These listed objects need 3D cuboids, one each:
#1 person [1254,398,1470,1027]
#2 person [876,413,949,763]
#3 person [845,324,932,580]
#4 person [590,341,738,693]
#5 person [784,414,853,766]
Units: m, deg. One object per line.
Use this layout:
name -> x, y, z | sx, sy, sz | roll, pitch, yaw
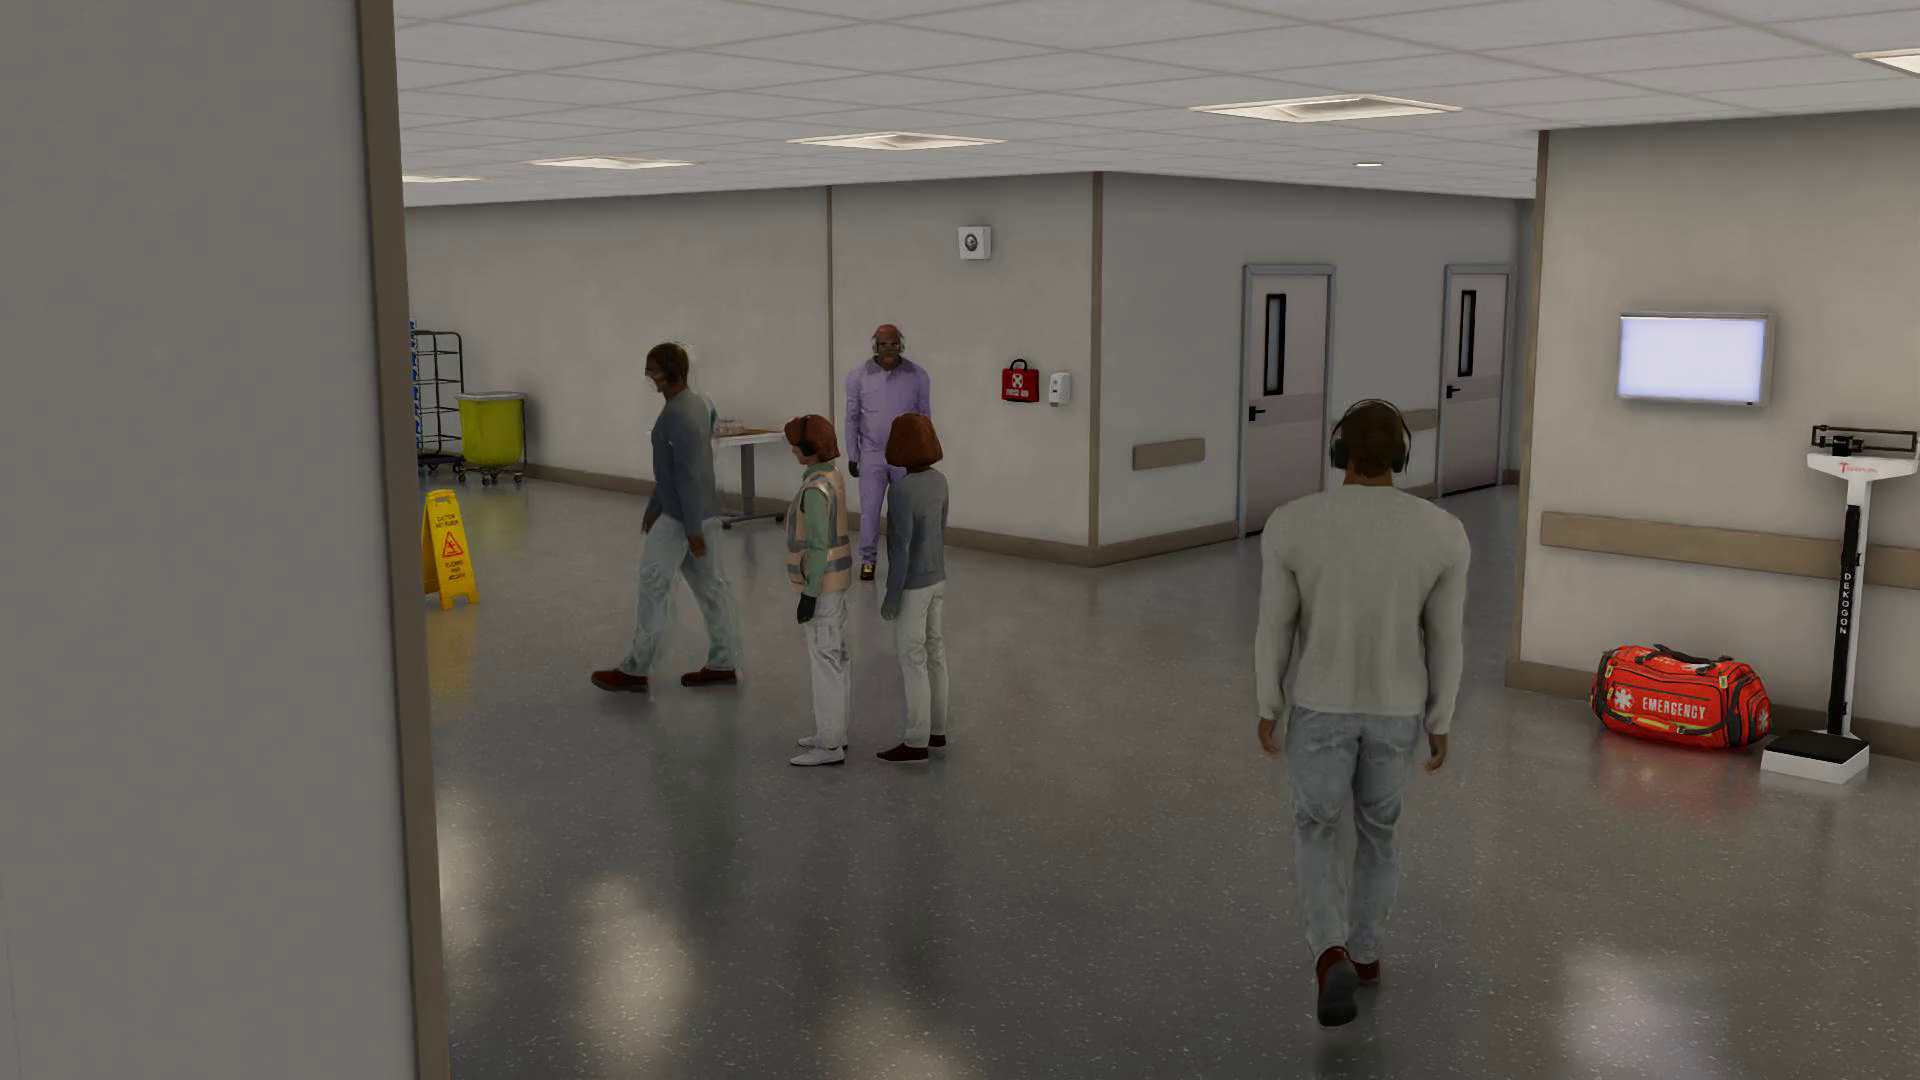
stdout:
person -> 1.218, 0.530, 5.083 | 0.627, 1.921, 0.753 | 1, 9, 6
person -> -0.216, 0.223, 7.778 | 0.282, 1.636, 0.500 | 4, 10, 23
person -> -0.522, -0.643, 12.303 | 0.648, 1.901, 0.400 | -1, 9, -7
person -> -1.629, -0.113, 9.029 | 0.874, 1.909, 0.630 | 0, 9, -2
person -> -0.651, 0.230, 7.734 | 0.311, 1.639, 0.512 | 1, 9, 4
